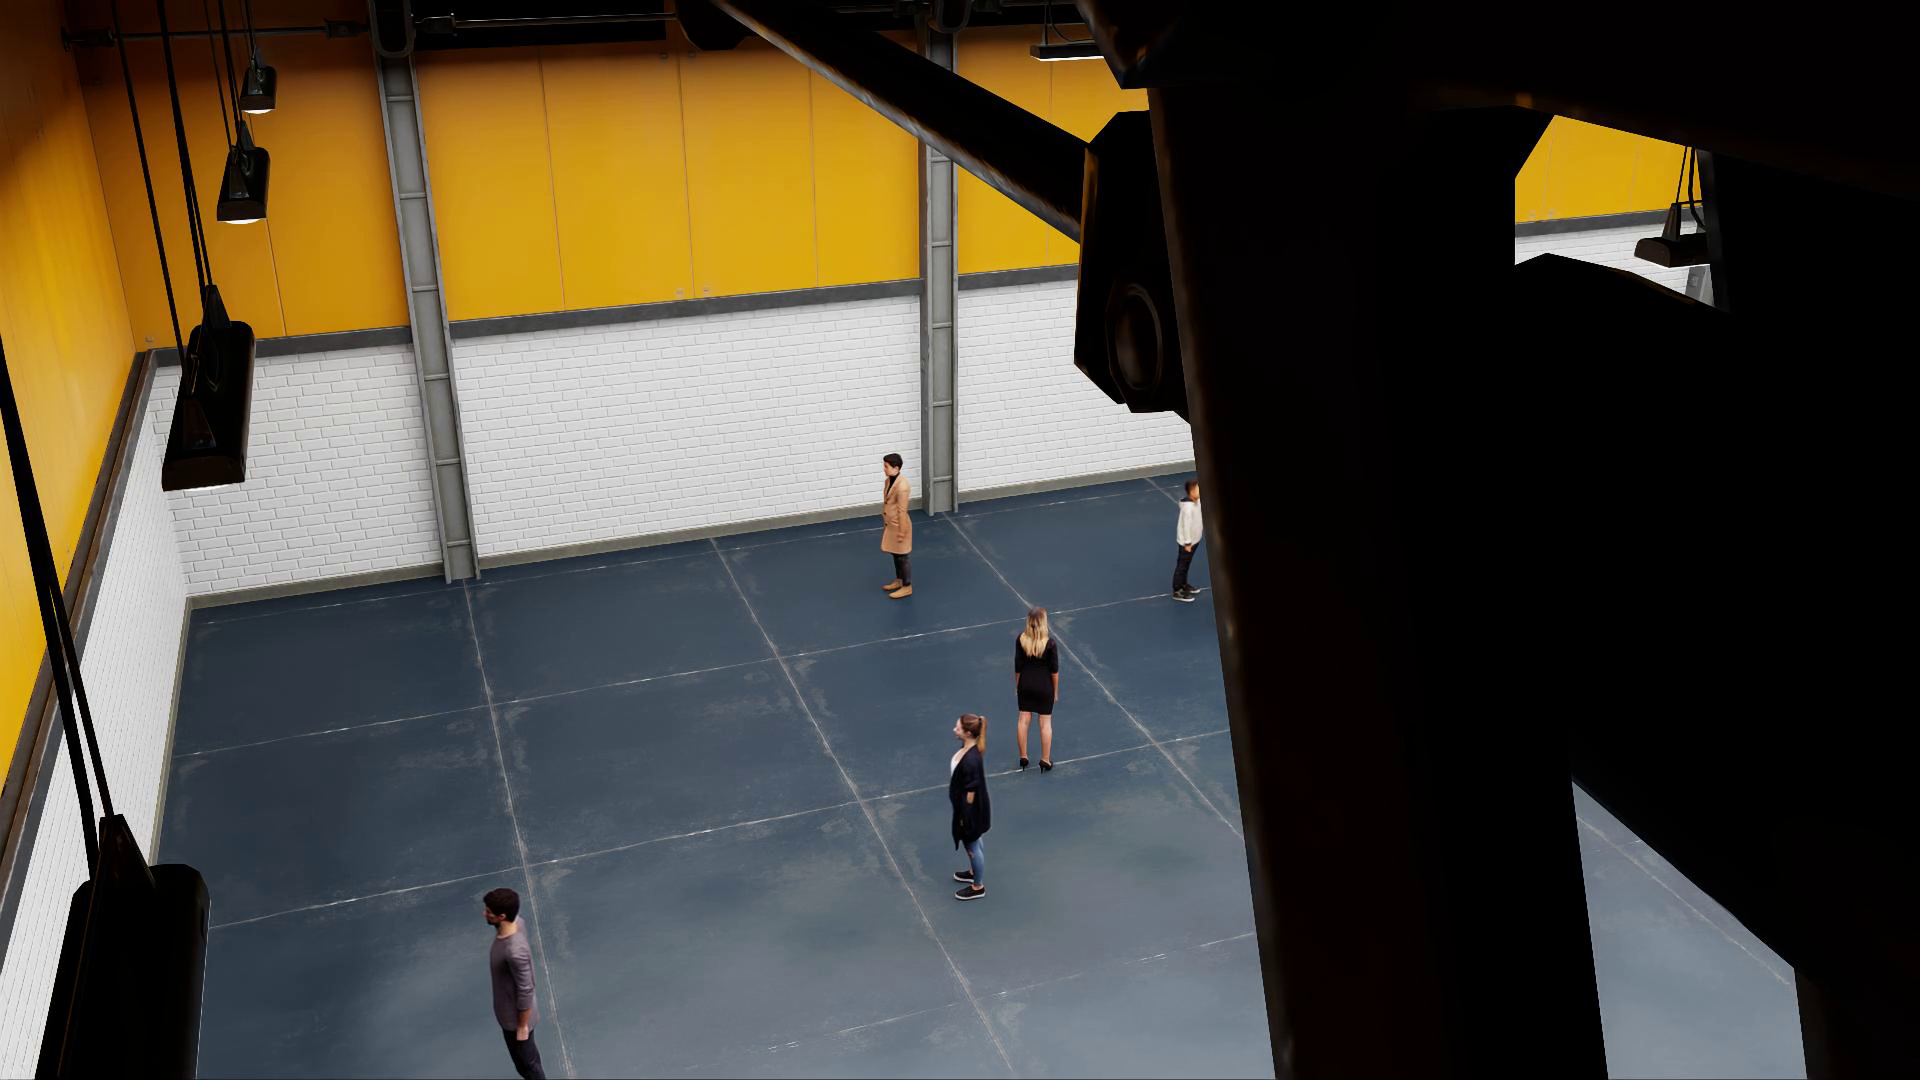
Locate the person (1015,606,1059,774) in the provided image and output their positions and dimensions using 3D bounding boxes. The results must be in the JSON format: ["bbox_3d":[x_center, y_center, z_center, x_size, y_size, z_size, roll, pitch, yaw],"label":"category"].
[{"bbox_3d":[0.698,1.384,15.431,0.596,1.675,0.681,8,25,17],"label":"person"}]

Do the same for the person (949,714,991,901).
[{"bbox_3d":[0.088,2.169,13.625,0.682,1.683,0.704,0,24,1],"label":"person"}]

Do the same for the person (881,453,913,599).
[{"bbox_3d":[-0.696,-0.180,18.952,0.644,1.721,0.655,-11,26,-24],"label":"person"}]

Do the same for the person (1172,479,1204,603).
[{"bbox_3d":[2.587,-0.020,18.921,0.689,1.452,0.641,9,25,20],"label":"person"}]

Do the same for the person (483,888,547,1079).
[{"bbox_3d":[-2.983,3.134,11.206,0.519,1.851,0.684,-9,25,-20],"label":"person"}]
